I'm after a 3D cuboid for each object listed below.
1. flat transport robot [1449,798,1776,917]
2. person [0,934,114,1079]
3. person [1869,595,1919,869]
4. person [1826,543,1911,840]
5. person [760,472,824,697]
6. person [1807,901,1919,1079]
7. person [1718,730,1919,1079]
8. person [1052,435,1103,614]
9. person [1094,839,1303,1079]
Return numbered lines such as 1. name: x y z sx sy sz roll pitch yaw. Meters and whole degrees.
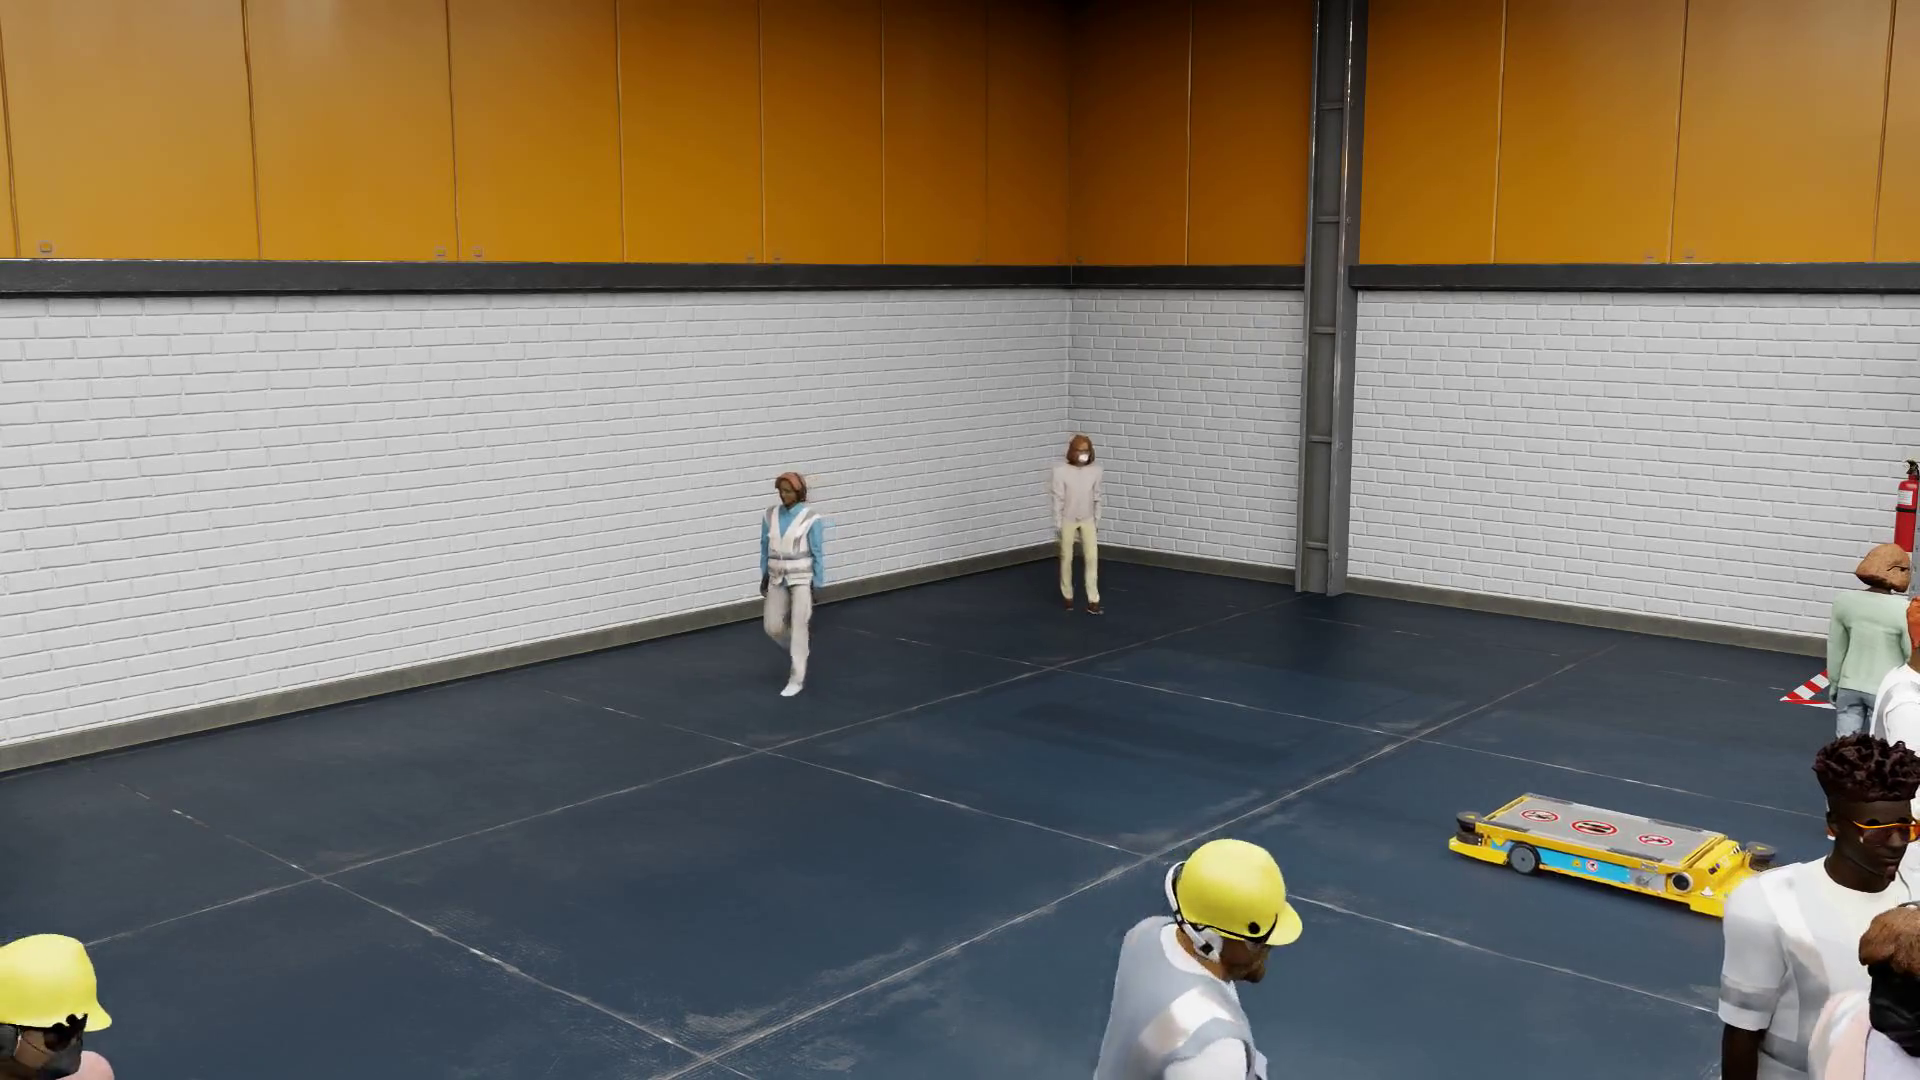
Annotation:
1. flat transport robot: 3.296 1.565 8.431 1.431 0.197 0.652 8 12 41
2. person: -1.947 1.641 3.415 0.891 1.716 0.548 3 9 16
3. person: 3.523 1.120 6.192 0.338 1.882 0.569 5 10 30
4. person: 4.841 0.824 8.818 0.289 1.633 0.501 -5 10 -29
5. person: -1.202 0.306 12.067 0.529 1.625 0.437 5 10 29
6. person: 1.899 1.614 3.391 0.775 1.790 0.663 -4 10 -22
7. person: 2.126 1.419 4.040 0.602 1.966 0.368 -1 9 -9
8. person: 1.070 -0.125 14.869 0.496 1.600 0.762 -2 9 -11
9. person: 0.520 1.533 3.901 0.621 1.785 0.602 0 9 -3
